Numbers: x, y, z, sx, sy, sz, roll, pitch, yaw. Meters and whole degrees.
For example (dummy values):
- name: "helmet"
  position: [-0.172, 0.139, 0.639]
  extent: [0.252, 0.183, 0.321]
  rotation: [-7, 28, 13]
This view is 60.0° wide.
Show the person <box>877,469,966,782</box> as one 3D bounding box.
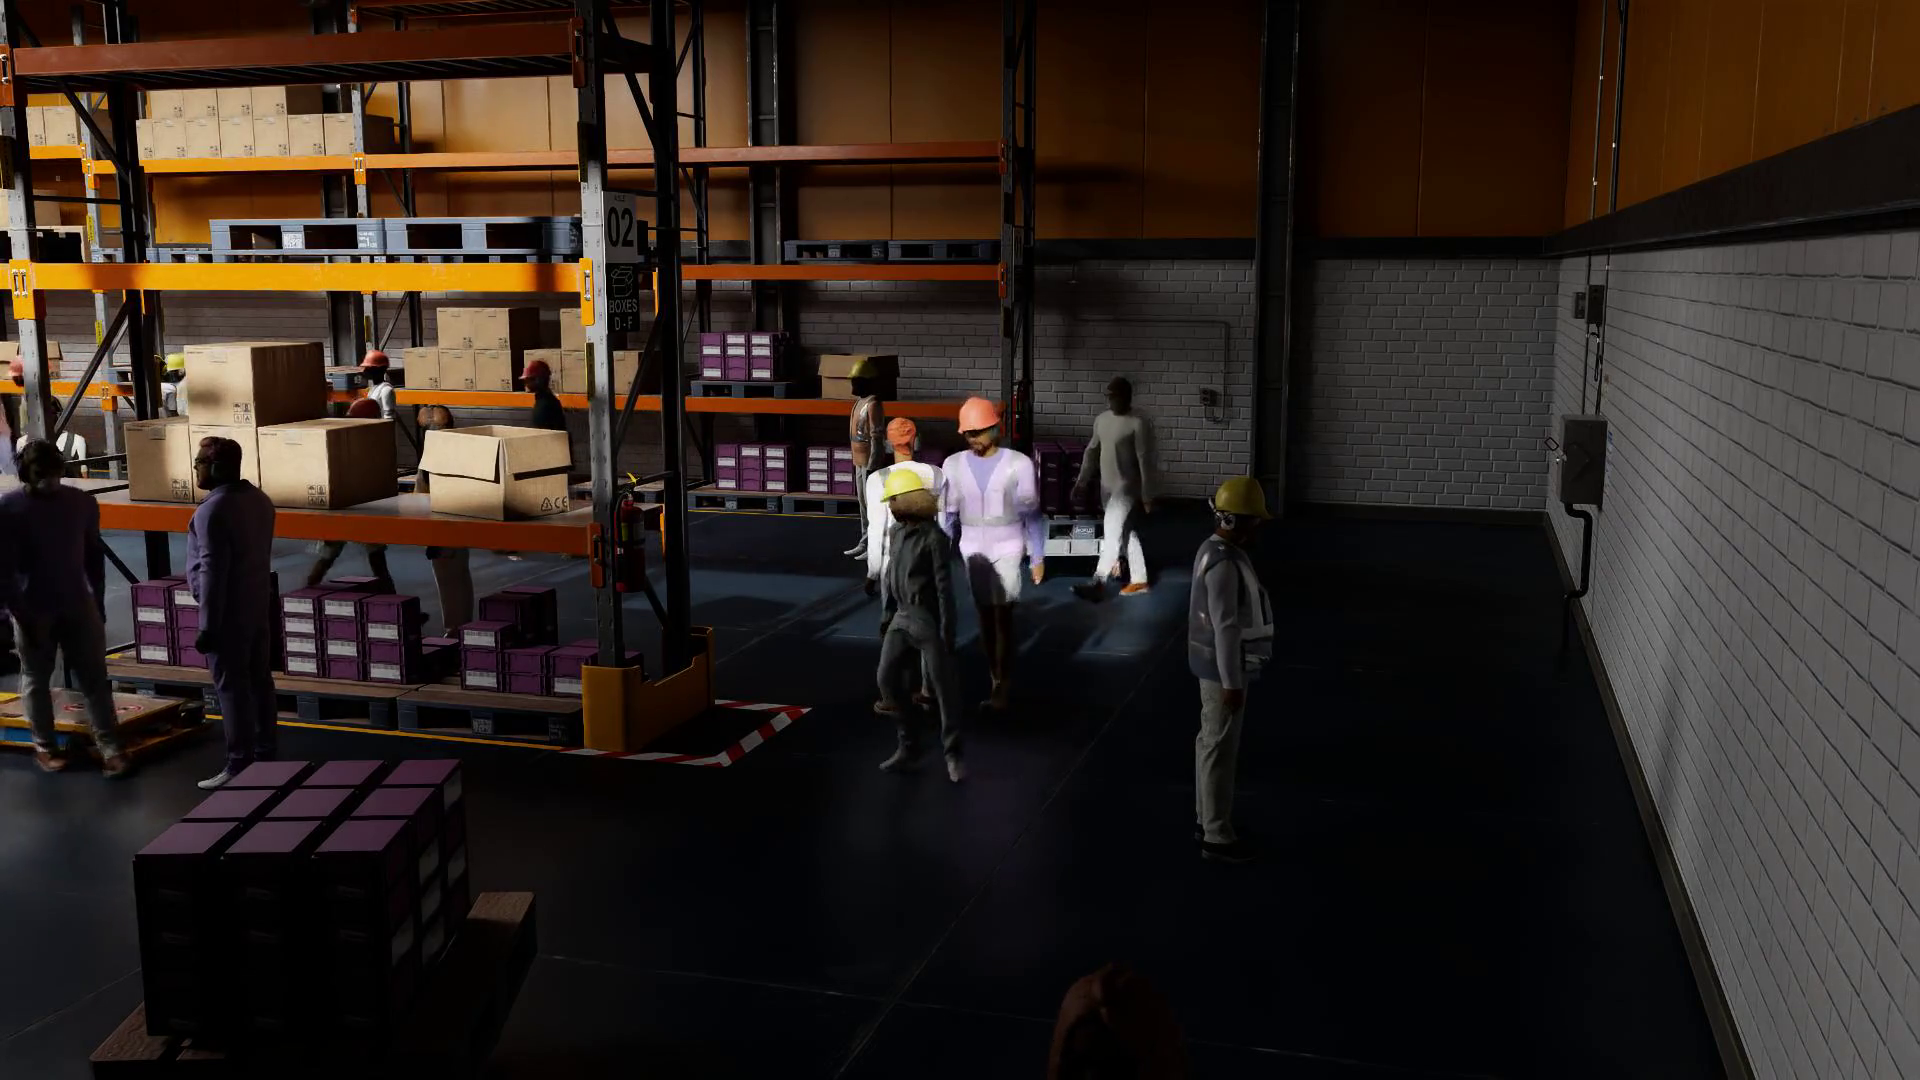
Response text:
- name: "person"
  position: [-0.219, 0.461, 9.140]
  extent: [0.451, 1.709, 0.601]
  rotation: [-8, 13, -42]

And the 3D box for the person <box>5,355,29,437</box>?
- name: "person"
  position: [-9.507, -0.959, 17.205]
  extent: [0.548, 1.915, 0.619]
  rotation: [-7, 12, -37]

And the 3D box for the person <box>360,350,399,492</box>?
- name: "person"
  position: [-6.156, -1.046, 17.658]
  extent: [0.351, 1.942, 0.545]
  rotation: [-7, 12, -37]

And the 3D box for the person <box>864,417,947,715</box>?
- name: "person"
  position: [-0.340, 0.172, 10.411]
  extent: [0.575, 1.881, 0.356]
  rotation: [-6, 11, -33]

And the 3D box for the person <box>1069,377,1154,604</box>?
- name: "person"
  position: [1.277, -0.420, 14.007]
  extent: [0.982, 1.888, 0.647]
  rotation: [-6, 11, -32]

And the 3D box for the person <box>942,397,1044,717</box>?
- name: "person"
  position: [0.151, 0.114, 10.391]
  extent: [0.637, 2.004, 0.936]
  rotation: [3, 10, 17]

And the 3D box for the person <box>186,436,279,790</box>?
- name: "person"
  position: [-3.954, 0.389, 9.007]
  extent: [0.409, 1.909, 0.651]
  rotation: [1, 9, 3]

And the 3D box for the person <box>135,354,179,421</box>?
- name: "person"
  position: [-8.703, -1.088, 18.128]
  extent: [0.533, 1.871, 0.320]
  rotation: [1, 9, 5]

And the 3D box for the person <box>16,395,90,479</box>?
- name: "person"
  position: [-6.935, -0.195, 12.761]
  extent: [0.514, 1.845, 0.339]
  rotation: [-3, 10, -15]

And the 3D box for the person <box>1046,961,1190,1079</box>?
- name: "person"
  position: [0.271, 1.531, 2.954]
  extent: [0.502, 1.613, 0.272]
  rotation: [5, 11, 28]

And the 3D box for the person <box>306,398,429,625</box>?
- name: "person"
  position: [-4.654, -0.177, 12.752]
  extent: [1.154, 1.825, 0.559]
  rotation: [4, 10, 25]

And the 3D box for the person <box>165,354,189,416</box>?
- name: "person"
  position: [-9.251, -1.350, 20.024]
  extent: [0.688, 1.775, 0.608]
  rotation: [-6, 11, -34]

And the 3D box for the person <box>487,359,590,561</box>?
- name: "person"
  position: [-3.977, -0.746, 15.829]
  extent: [1.017, 1.940, 0.625]
  rotation: [-4, 10, -23]

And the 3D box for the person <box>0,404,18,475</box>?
- name: "person"
  position: [-11.077, -1.169, 19.031]
  extent: [0.582, 1.729, 0.520]
  rotation: [-6, 11, -32]

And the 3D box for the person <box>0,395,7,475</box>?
- name: "person"
  position: [-11.311, -1.228, 19.234]
  extent: [0.517, 1.805, 0.777]
  rotation: [-8, 13, -42]

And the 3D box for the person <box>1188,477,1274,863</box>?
- name: "person"
  position: [1.289, 0.607, 7.938]
  extent: [0.404, 1.824, 0.586]
  rotation: [1, 9, 4]

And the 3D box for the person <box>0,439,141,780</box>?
- name: "person"
  position: [-4.870, 0.401, 8.989]
  extent: [1.010, 1.887, 0.643]
  rotation: [8, 12, 40]

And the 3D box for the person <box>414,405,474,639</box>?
- name: "person"
  position: [-3.695, -0.052, 11.916]
  extent: [0.429, 1.839, 0.621]
  rotation: [0, 9, -1]

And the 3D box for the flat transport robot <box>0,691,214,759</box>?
- name: "flat transport robot"
  position: [-5.245, 1.070, 9.836]
  extent: [1.431, 0.197, 0.652]
  rotation: [3, 10, 16]

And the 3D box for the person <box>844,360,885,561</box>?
- name: "person"
  position: [-0.909, -0.766, 15.985]
  extent: [0.364, 1.930, 0.588]
  rotation: [-3, 10, -19]
